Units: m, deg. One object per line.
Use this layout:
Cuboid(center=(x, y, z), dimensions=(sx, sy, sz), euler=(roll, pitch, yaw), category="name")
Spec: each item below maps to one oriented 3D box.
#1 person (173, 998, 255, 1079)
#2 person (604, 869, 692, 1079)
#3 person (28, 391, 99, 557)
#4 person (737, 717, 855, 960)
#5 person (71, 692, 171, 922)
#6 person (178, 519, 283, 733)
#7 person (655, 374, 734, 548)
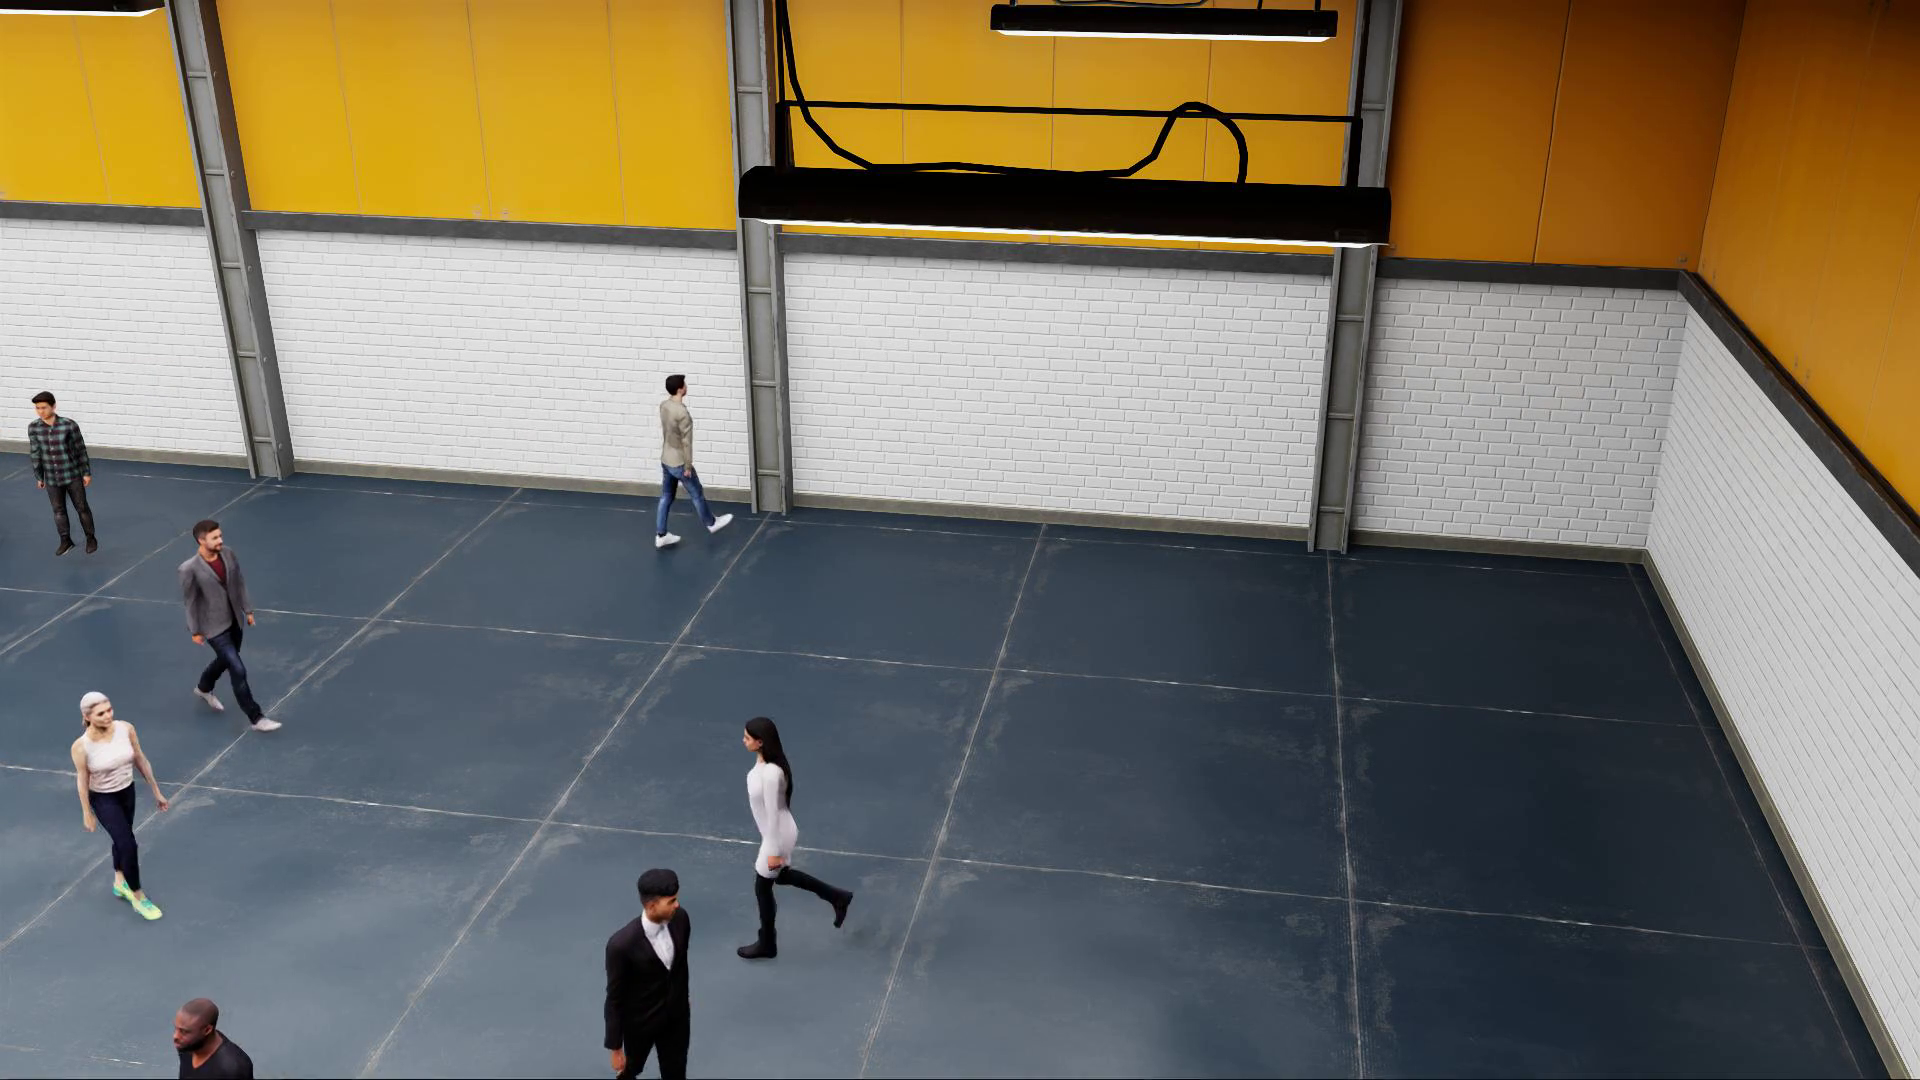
Cuboid(center=(-3.612, 3.016, 8.414), dimensions=(0.771, 1.804, 0.858), euler=(20, 31, 38), category="person")
Cuboid(center=(-1.772, 2.618, 9.304), dimensions=(1.280, 1.820, 1.374), euler=(-18, 29, -35), category="person")
Cuboid(center=(-8.951, -0.687, 16.603), dimensions=(0.620, 1.712, 0.781), euler=(-4, 24, -10), category="person")
Cuboid(center=(-1.100, 1.948, 10.885), dimensions=(1.119, 1.781, 0.865), euler=(-5, 24, -11), category="person")
Cuboid(center=(-5.861, 1.772, 11.415), dimensions=(0.889, 1.679, 0.740), euler=(10, 26, 22), category="person")
Cuboid(center=(-6.145, 0.694, 13.695), dimensions=(1.317, 1.828, 0.914), euler=(10, 25, 21), category="person")
Cuboid(center=(-2.976, -0.777, 17.073), dimensions=(1.198, 1.818, 1.182), euler=(-19, 30, -37), category="person")
